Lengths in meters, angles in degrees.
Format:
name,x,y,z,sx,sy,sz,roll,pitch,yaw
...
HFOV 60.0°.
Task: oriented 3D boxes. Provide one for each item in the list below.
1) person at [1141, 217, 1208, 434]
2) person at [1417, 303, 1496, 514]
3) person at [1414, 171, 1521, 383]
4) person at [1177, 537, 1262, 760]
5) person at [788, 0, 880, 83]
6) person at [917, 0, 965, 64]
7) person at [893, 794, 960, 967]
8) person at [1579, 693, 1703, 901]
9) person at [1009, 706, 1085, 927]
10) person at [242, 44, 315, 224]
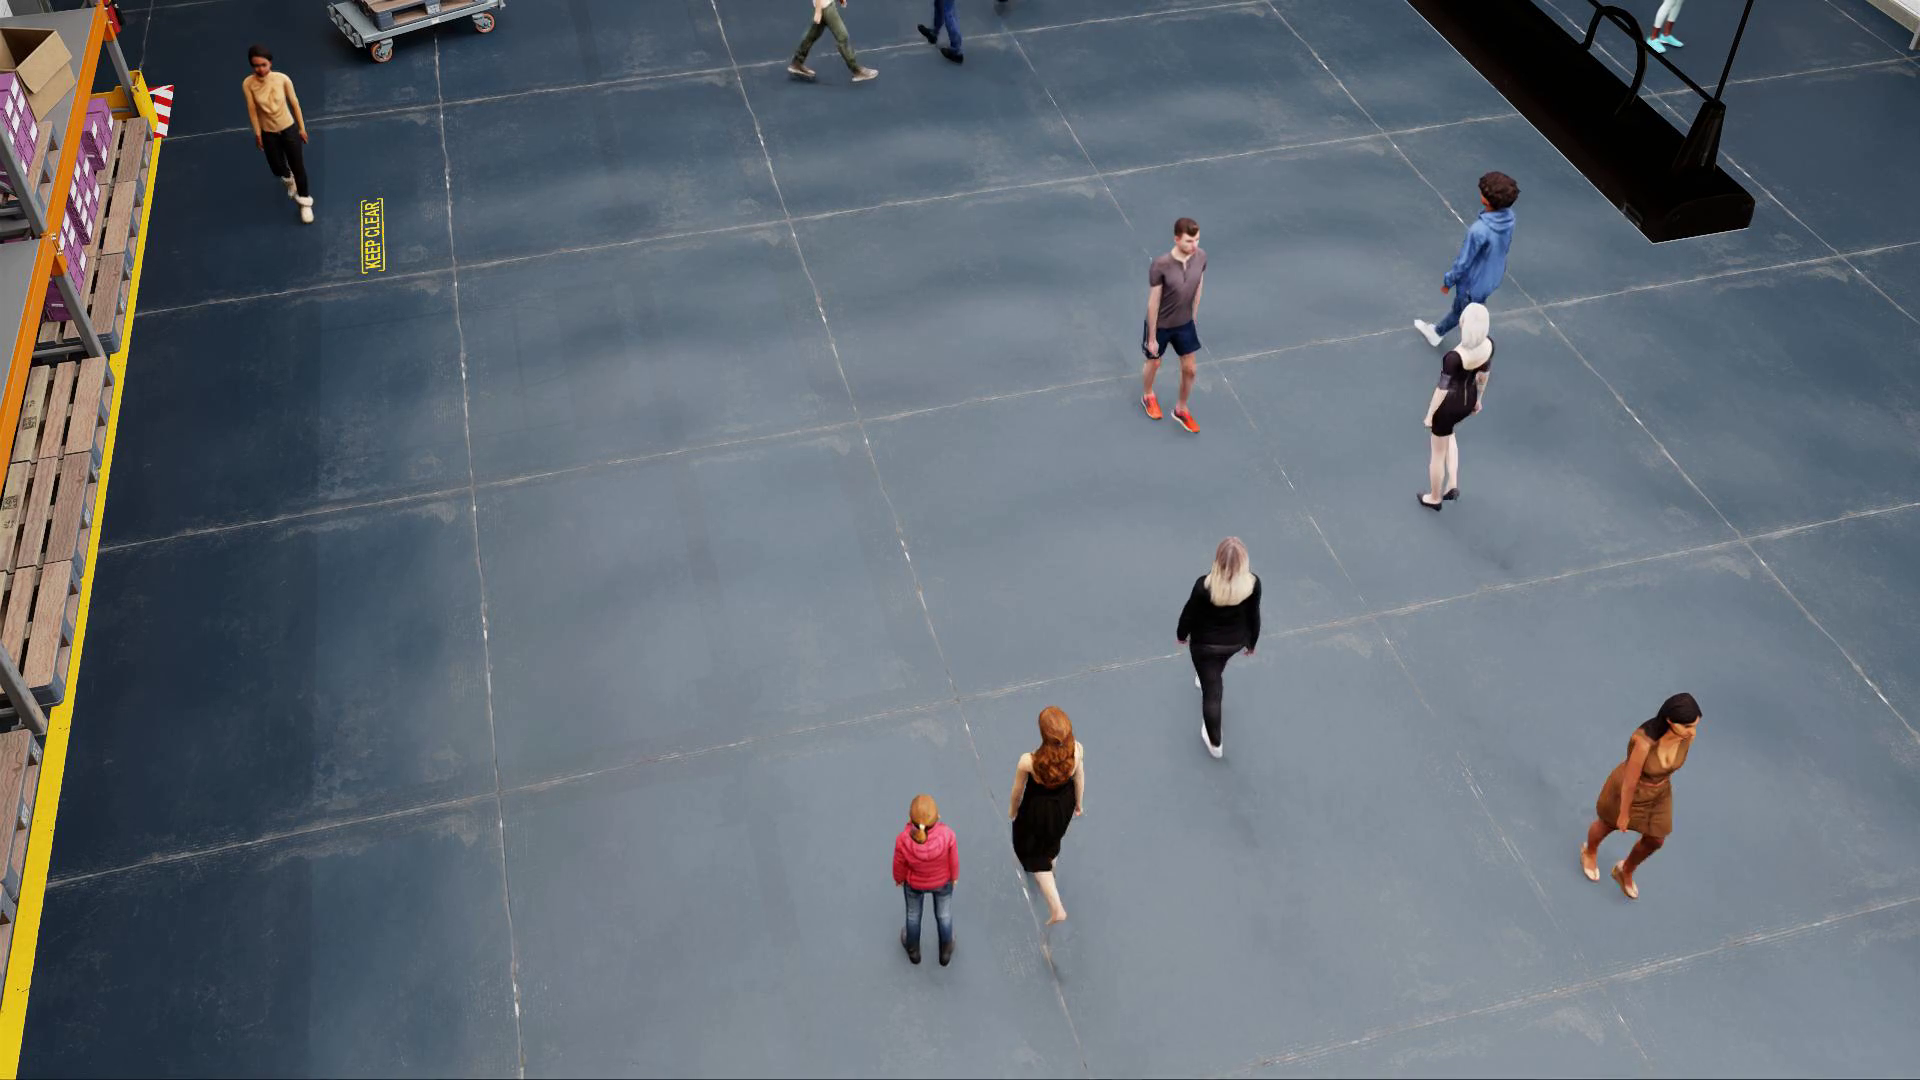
name,x,y,z,sx,sy,sz,roll,pitch,yaw
person,1.548,-1.697,12.622,0.715,1.831,0.852,-14,45,-14
person,3.559,-0.870,11.762,0.692,1.820,0.716,-22,48,-21
person,4.122,-2.003,12.981,0.978,1.780,1.146,-31,52,-29
person,1.610,0.710,10.222,0.701,1.657,1.051,-6,44,-7
person,-1.426,-5.320,16.588,0.909,1.606,1.173,3,44,3
person,-0.086,-5.713,16.817,1.129,1.860,1.003,33,53,30
person,-0.178,1.898,9.225,0.565,1.311,0.561,0,44,0
person,3.816,1.387,9.501,0.550,1.671,0.605,-11,45,-11
person,0.515,1.576,9.350,0.642,1.606,0.885,-15,46,-15
person,-6.066,-3.665,14.817,0.622,1.652,0.803,-13,45,-13
